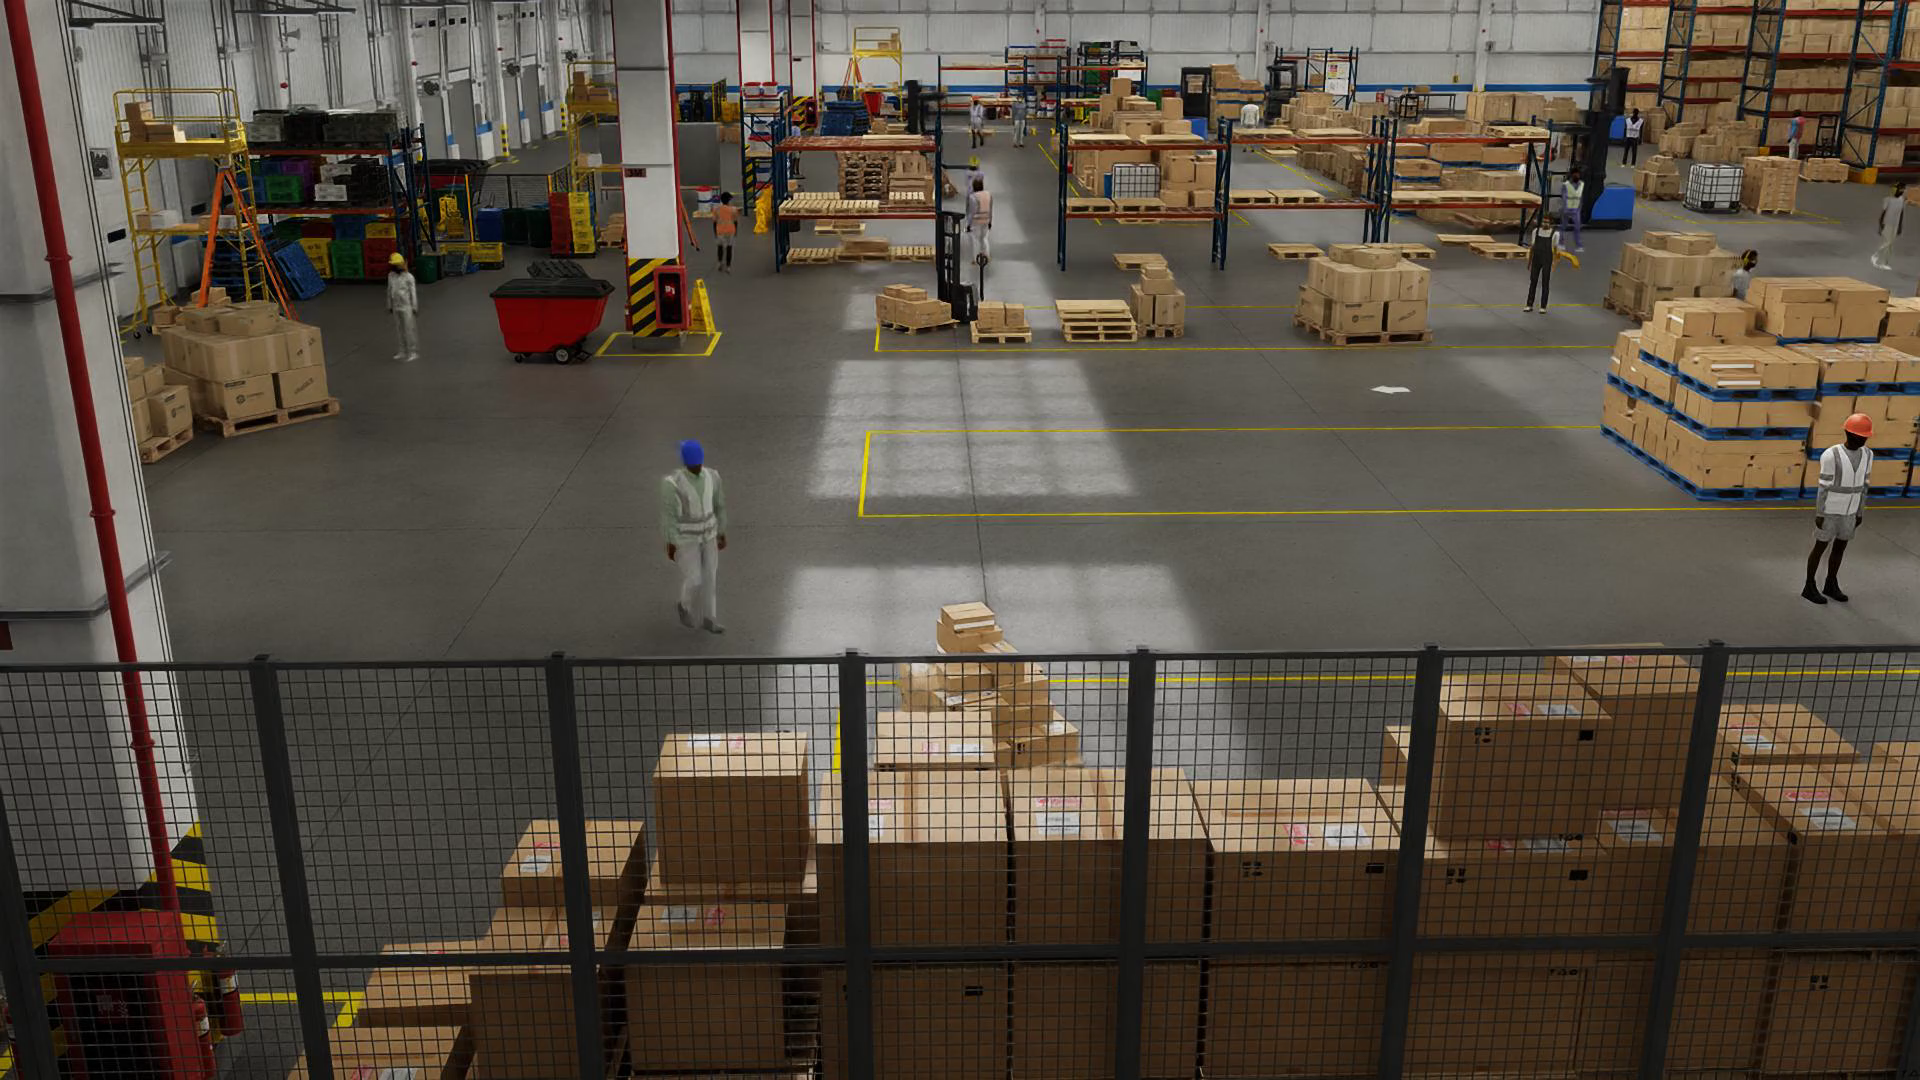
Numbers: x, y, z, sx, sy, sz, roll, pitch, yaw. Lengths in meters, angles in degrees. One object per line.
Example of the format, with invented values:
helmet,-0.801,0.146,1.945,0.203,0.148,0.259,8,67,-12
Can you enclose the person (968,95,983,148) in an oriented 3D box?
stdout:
person,0.587,-15.240,60.567,0.558,1.922,0.535,10,21,26

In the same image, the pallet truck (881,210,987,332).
pallet truck,-0.493,-4.759,29.349,1.885,1.965,0.823,-13,23,-34

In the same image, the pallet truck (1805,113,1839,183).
pallet truck,26.403,-11.957,50.702,0.823,1.965,1.885,6,19,16

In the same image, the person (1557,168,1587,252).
person,13.807,-7.411,37.420,0.602,1.860,0.996,-5,19,-14

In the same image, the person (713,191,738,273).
person,-4.914,-6.475,34.936,0.535,1.674,0.597,-3,19,-9

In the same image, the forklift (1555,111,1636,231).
forklift,15.470,-9.016,40.617,1.873,2.768,1.129,-1,19,-2

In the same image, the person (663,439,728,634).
person,-2.426,-0.028,15.438,0.653,1.916,0.442,-15,24,-38

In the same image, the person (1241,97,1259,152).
person,10.290,-14.764,59.119,0.627,1.941,0.370,2,19,7

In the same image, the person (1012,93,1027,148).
person,2.175,-15.325,60.790,0.629,1.937,0.376,-10,21,-27

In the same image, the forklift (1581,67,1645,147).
forklift,24.185,-15.962,61.225,1.873,2.768,1.129,17,25,41

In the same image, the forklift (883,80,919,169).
forklift,-1.527,-13.236,53.138,1.873,2.768,1.129,-1,19,-1

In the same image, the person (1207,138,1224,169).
person,7.233,-10.592,47.251,0.522,1.610,0.763,1,19,2

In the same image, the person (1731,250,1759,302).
person,12.329,-3.673,26.341,0.477,1.857,0.547,17,25,42

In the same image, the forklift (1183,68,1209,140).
forklift,8.563,-15.807,60.765,1.129,2.768,1.873,4,19,13

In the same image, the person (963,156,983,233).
person,0.323,-8.305,40.044,0.611,1.880,0.525,15,24,37

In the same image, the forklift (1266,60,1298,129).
forklift,13.000,-17.817,66.726,1.129,2.768,1.873,8,20,22

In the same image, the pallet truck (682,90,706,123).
pallet truck,-9.671,-15.907,62.421,0.823,1.965,1.885,5,19,15

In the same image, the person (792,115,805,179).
person,-5.028,-12.104,51.229,0.360,1.939,0.543,-11,22,-31

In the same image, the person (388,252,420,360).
person,-8.984,-3.761,26.780,0.491,1.743,0.324,7,20,19

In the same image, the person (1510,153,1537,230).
person,13.942,-8.551,40.806,0.791,1.856,0.604,-1,19,-4

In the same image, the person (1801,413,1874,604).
person,8.617,-0.305,16.254,0.540,1.929,0.388,-3,19,-9

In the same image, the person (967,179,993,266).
person,0.418,-6.825,35.727,0.633,1.839,0.429,-15,24,-38

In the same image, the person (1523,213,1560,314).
person,10.699,-5.090,30.574,0.505,1.840,0.346,11,22,30

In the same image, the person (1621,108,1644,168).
person,21.933,-13.098,54.231,0.594,1.910,0.384,11,22,30

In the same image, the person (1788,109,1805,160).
person,27.517,-13.271,54.851,0.623,1.839,0.429,-14,23,-36

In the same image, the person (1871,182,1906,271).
person,19.662,-6.636,35.131,0.548,1.856,0.437,-6,19,-16
